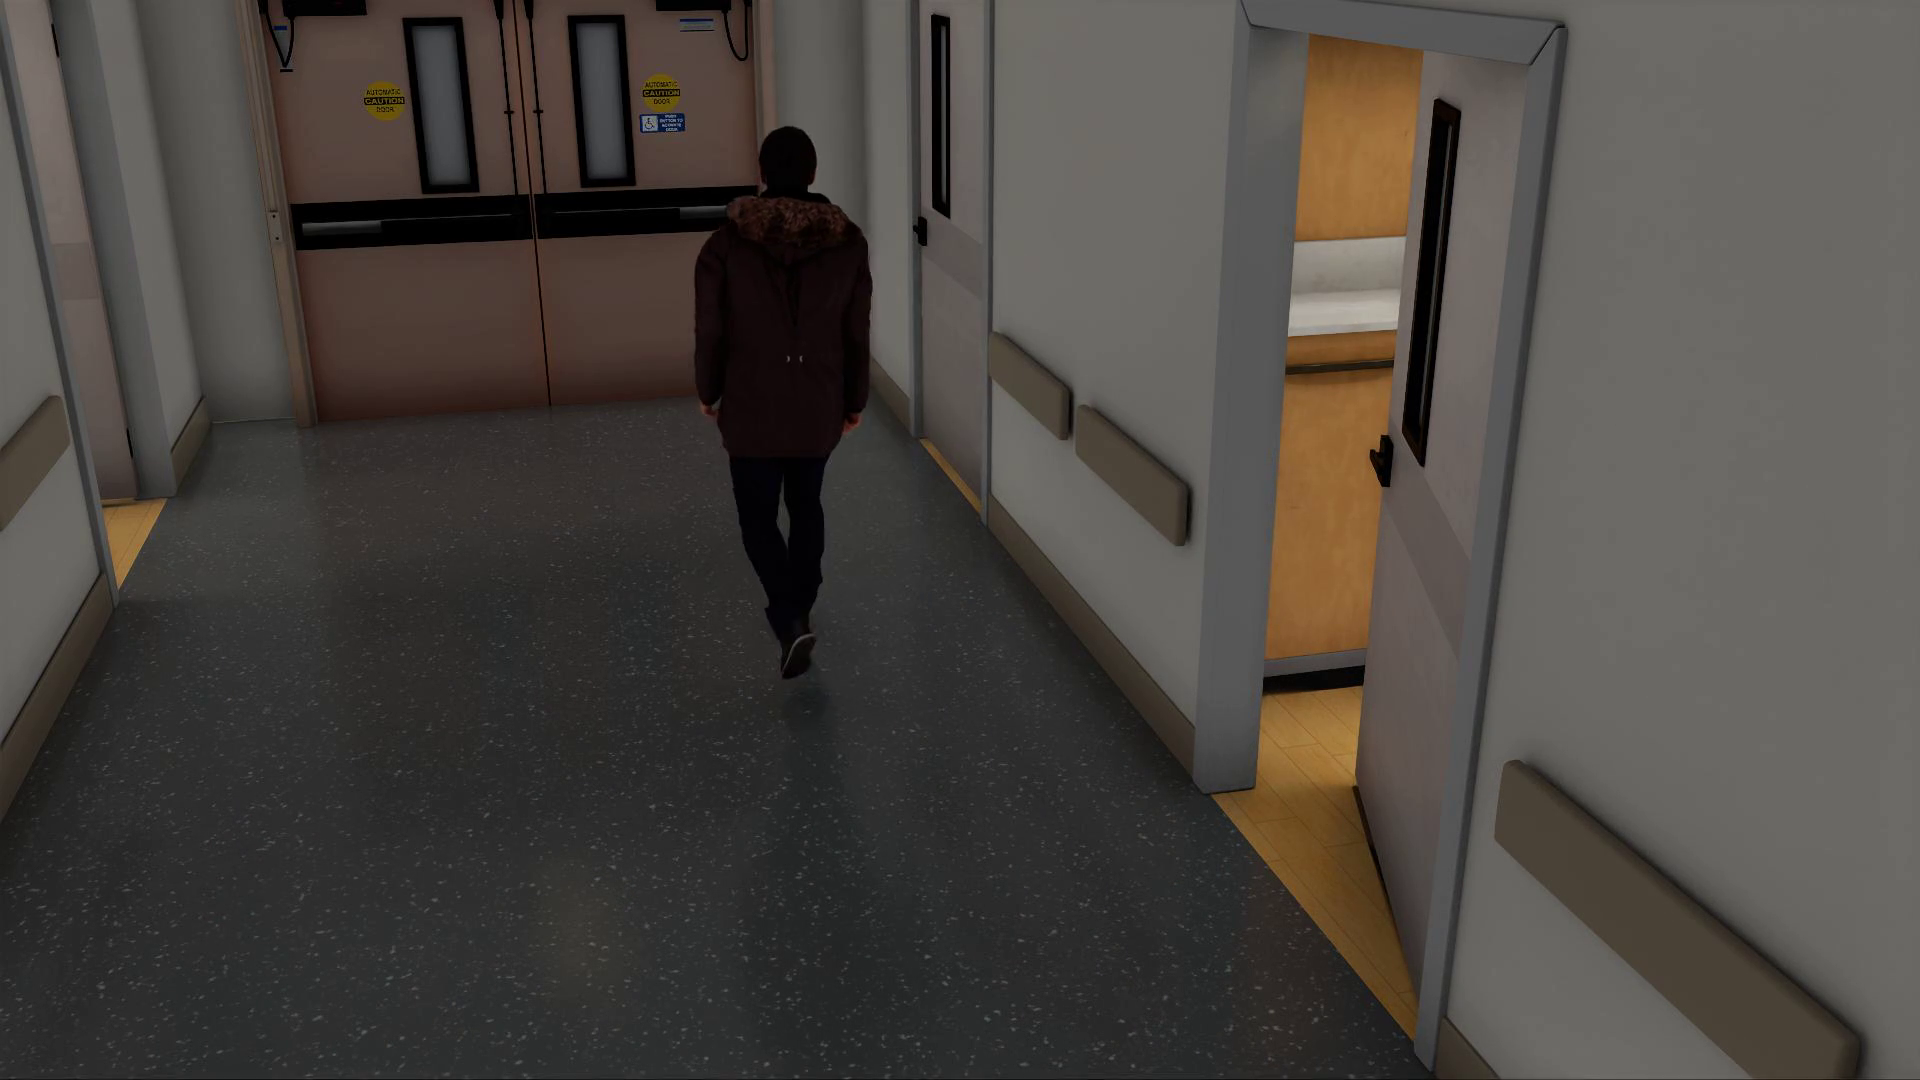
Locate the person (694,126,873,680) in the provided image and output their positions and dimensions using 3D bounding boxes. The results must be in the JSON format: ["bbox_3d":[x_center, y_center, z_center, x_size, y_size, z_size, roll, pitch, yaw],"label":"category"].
[{"bbox_3d":[-0.584,-0.421,5.576,0.760,1.821,1.084,-6,22,-16],"label":"person"}]
